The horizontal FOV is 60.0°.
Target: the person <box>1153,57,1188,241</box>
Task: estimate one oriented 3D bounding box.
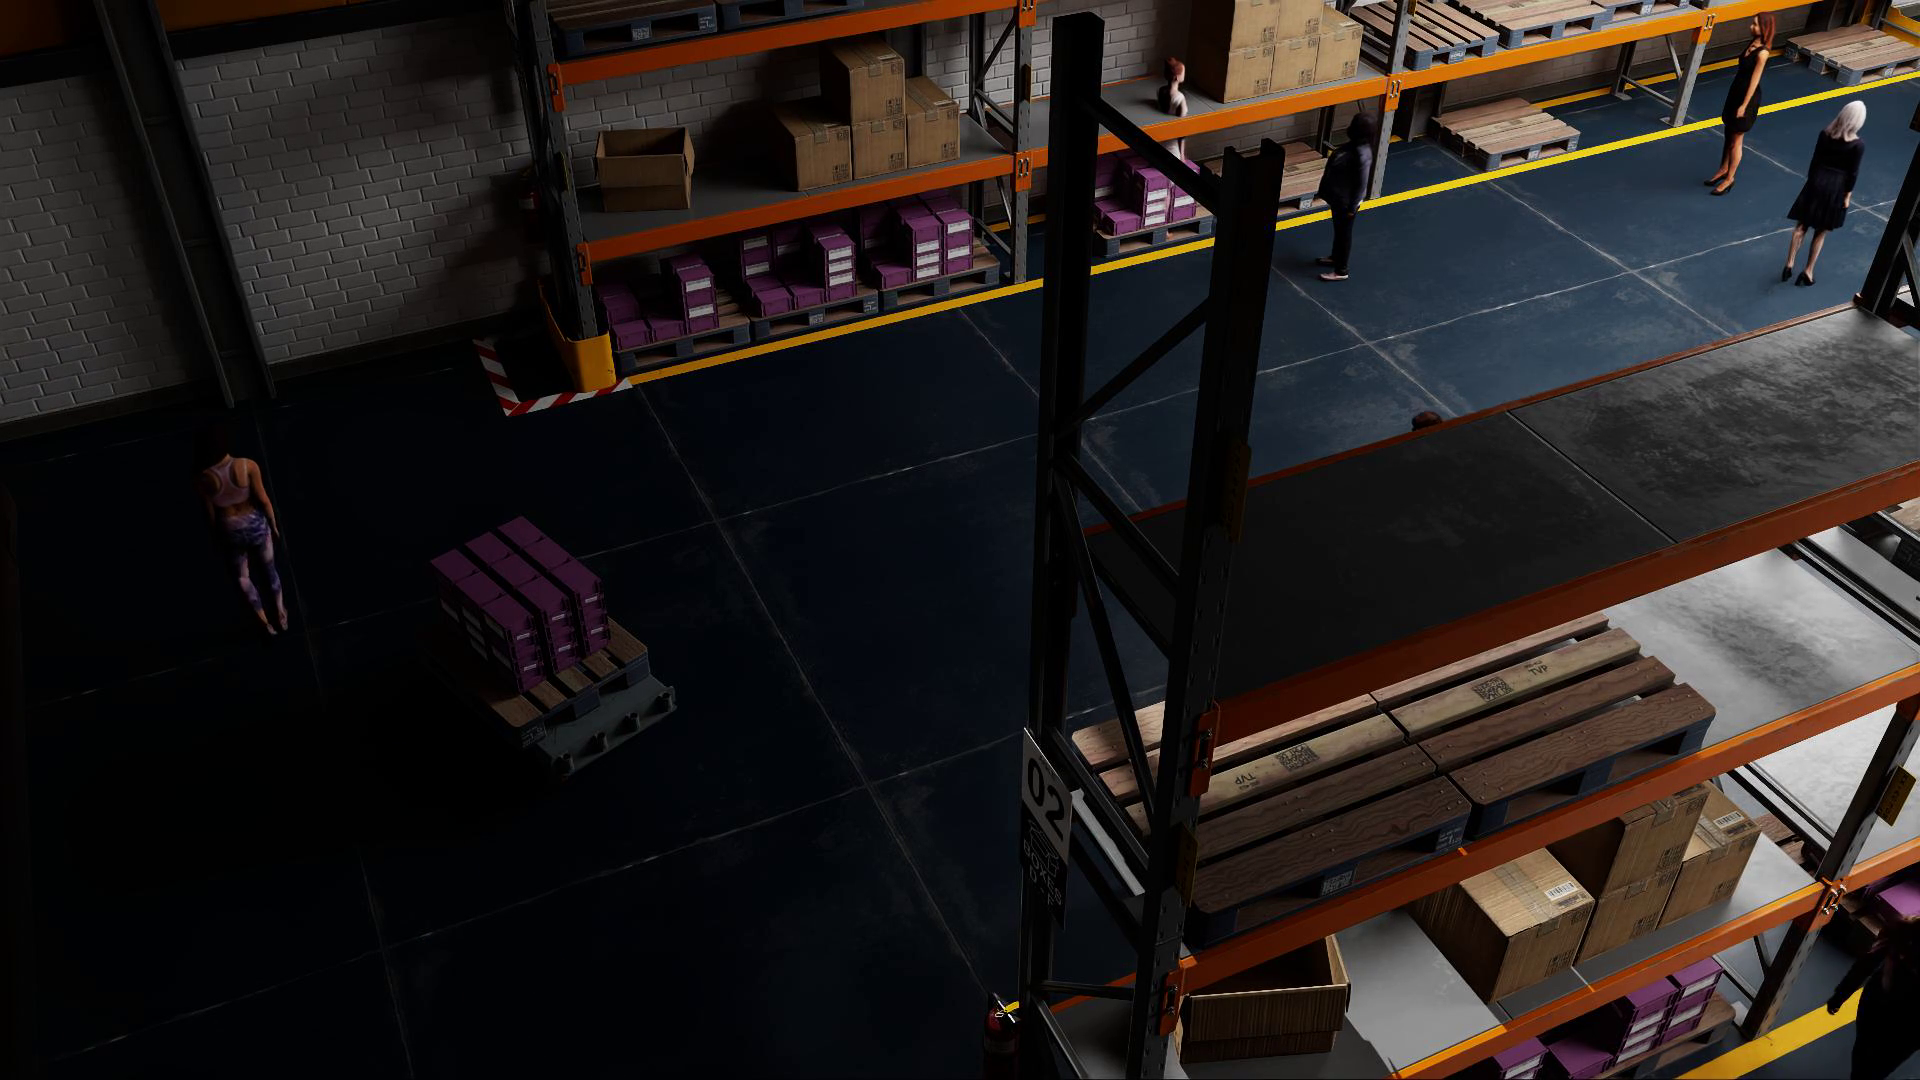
[{"bbox_3d":[1.927,-3.660,15.595,0.512,1.791,0.565,-19,42,-22],"label":"person"}]

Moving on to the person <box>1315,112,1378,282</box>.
[{"bbox_3d":[3.513,-3.127,15.083,0.827,1.597,0.794,4,39,5],"label":"person"}]

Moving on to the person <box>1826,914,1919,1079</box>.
[{"bbox_3d":[4.666,2.297,8.218,0.647,1.687,0.640,-19,42,-22],"label":"person"}]

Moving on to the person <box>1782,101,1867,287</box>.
[{"bbox_3d":[7.777,-3.115,14.947,0.649,1.747,0.661,-28,46,-30],"label":"person"}]

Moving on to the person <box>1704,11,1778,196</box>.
[{"bbox_3d":[7.687,-4.279,16.334,0.670,1.835,0.653,3,39,3],"label":"person"}]

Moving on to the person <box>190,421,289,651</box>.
[{"bbox_3d":[-4.737,0.008,11.031,0.826,1.755,0.670,-19,42,-22],"label":"person"}]
